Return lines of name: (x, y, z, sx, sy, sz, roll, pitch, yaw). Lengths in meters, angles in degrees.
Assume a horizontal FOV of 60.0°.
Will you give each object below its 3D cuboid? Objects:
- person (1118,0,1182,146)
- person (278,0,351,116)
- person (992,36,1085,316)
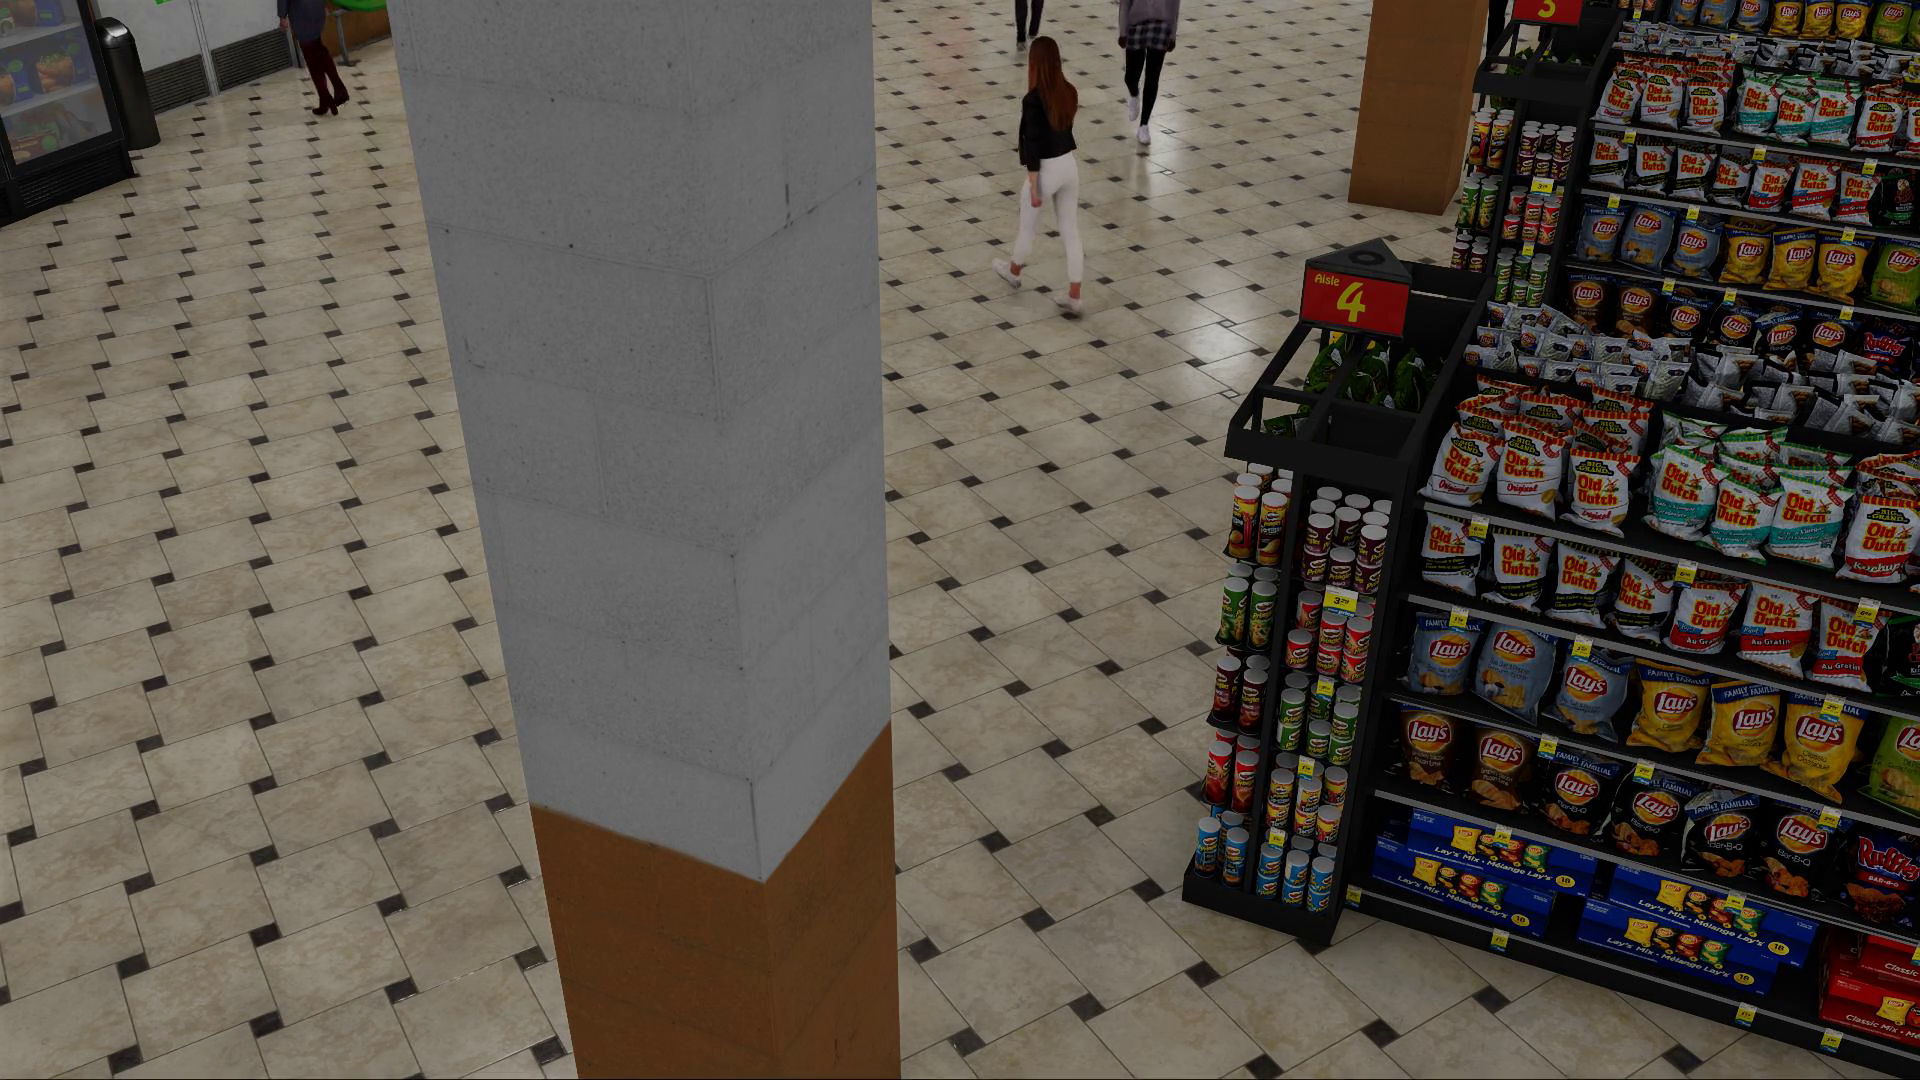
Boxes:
person: (1.479, -4.065, 13.158, 0.919, 1.765, 0.912, -1, 32, -2)
person: (-5.281, -4.307, 13.608, 0.613, 1.700, 0.627, 12, 34, 18)
person: (0.614, -2.193, 10.252, 0.925, 1.656, 1.139, -21, 38, -30)
